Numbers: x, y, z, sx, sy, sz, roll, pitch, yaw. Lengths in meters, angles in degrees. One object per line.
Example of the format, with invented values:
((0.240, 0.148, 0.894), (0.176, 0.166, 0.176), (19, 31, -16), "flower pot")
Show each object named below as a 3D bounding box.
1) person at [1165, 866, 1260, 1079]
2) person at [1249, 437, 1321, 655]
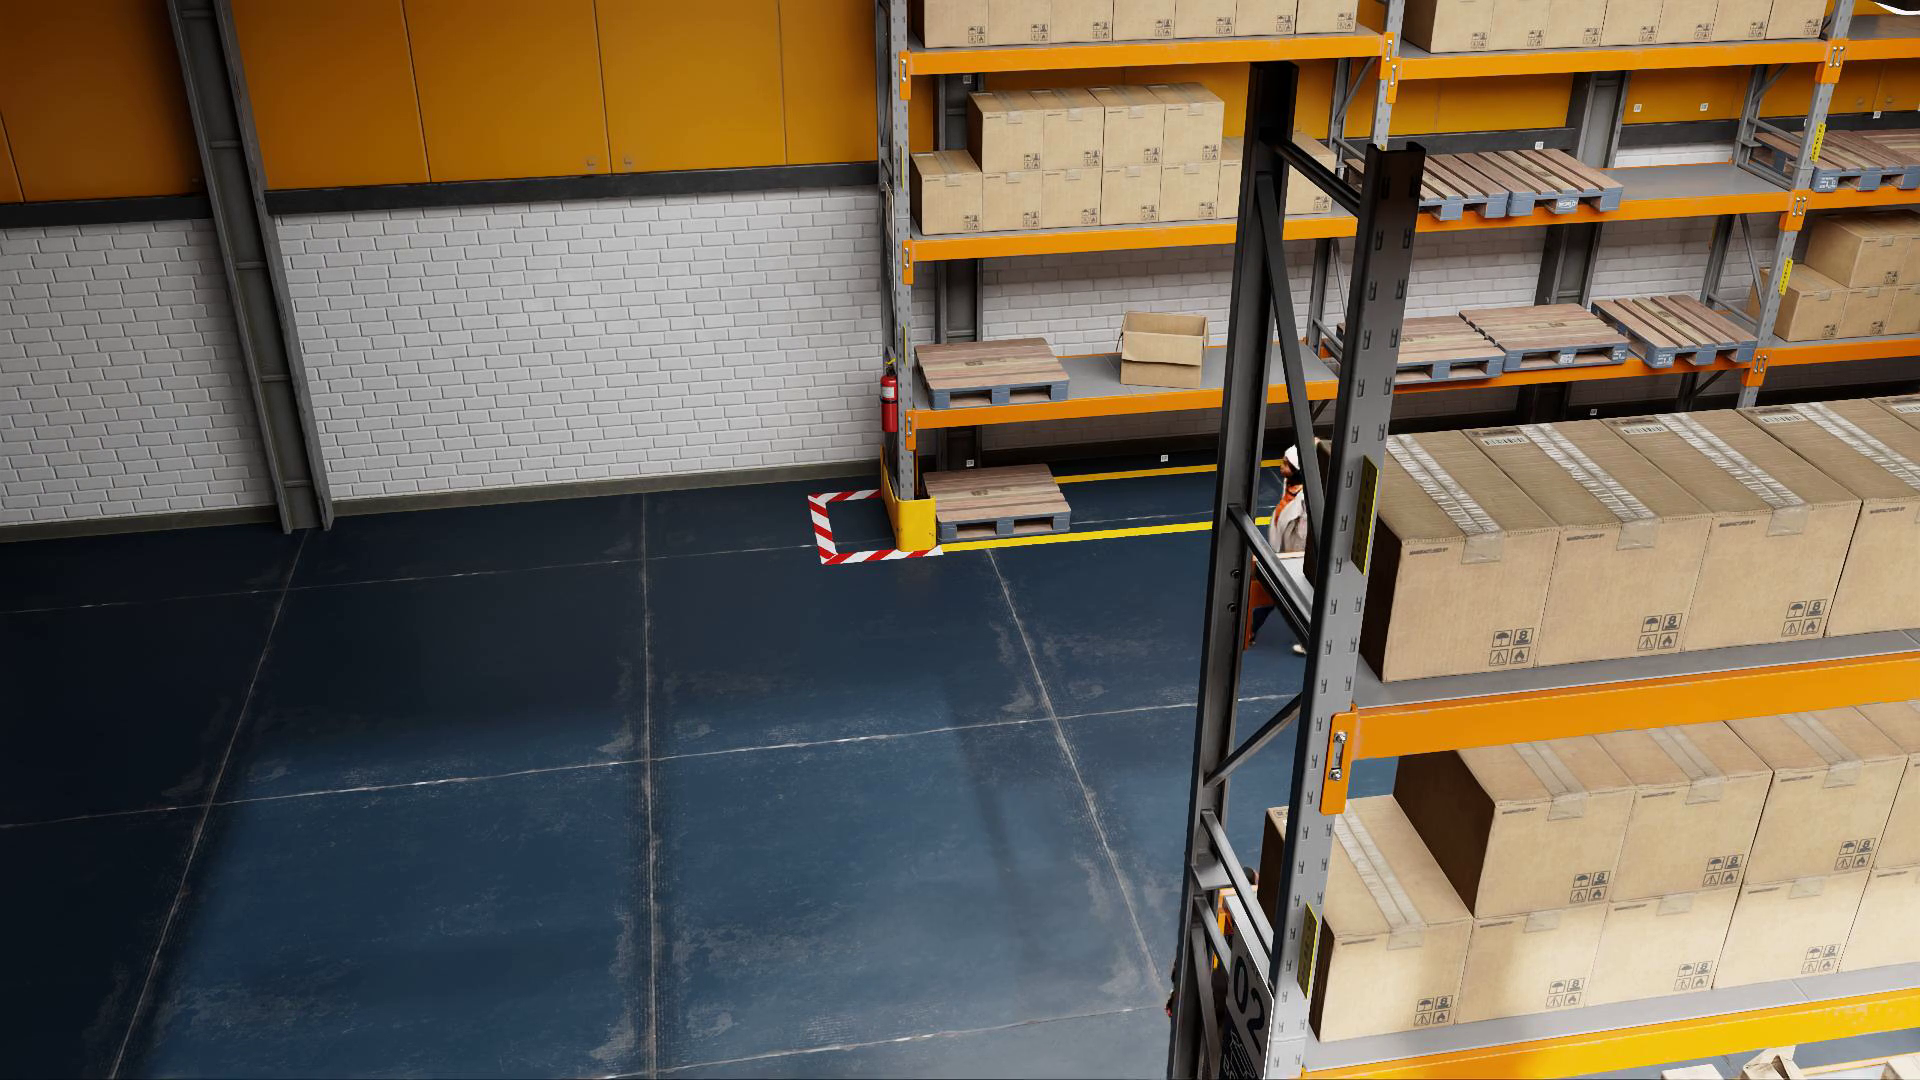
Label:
((1.180, 2.456, 8.398), (1.001, 1.882, 0.842), (-15, 32, -25), "person")
((2.710, 0.075, 12.795), (1.074, 1.852, 0.741), (-7, 29, -13), "person")
